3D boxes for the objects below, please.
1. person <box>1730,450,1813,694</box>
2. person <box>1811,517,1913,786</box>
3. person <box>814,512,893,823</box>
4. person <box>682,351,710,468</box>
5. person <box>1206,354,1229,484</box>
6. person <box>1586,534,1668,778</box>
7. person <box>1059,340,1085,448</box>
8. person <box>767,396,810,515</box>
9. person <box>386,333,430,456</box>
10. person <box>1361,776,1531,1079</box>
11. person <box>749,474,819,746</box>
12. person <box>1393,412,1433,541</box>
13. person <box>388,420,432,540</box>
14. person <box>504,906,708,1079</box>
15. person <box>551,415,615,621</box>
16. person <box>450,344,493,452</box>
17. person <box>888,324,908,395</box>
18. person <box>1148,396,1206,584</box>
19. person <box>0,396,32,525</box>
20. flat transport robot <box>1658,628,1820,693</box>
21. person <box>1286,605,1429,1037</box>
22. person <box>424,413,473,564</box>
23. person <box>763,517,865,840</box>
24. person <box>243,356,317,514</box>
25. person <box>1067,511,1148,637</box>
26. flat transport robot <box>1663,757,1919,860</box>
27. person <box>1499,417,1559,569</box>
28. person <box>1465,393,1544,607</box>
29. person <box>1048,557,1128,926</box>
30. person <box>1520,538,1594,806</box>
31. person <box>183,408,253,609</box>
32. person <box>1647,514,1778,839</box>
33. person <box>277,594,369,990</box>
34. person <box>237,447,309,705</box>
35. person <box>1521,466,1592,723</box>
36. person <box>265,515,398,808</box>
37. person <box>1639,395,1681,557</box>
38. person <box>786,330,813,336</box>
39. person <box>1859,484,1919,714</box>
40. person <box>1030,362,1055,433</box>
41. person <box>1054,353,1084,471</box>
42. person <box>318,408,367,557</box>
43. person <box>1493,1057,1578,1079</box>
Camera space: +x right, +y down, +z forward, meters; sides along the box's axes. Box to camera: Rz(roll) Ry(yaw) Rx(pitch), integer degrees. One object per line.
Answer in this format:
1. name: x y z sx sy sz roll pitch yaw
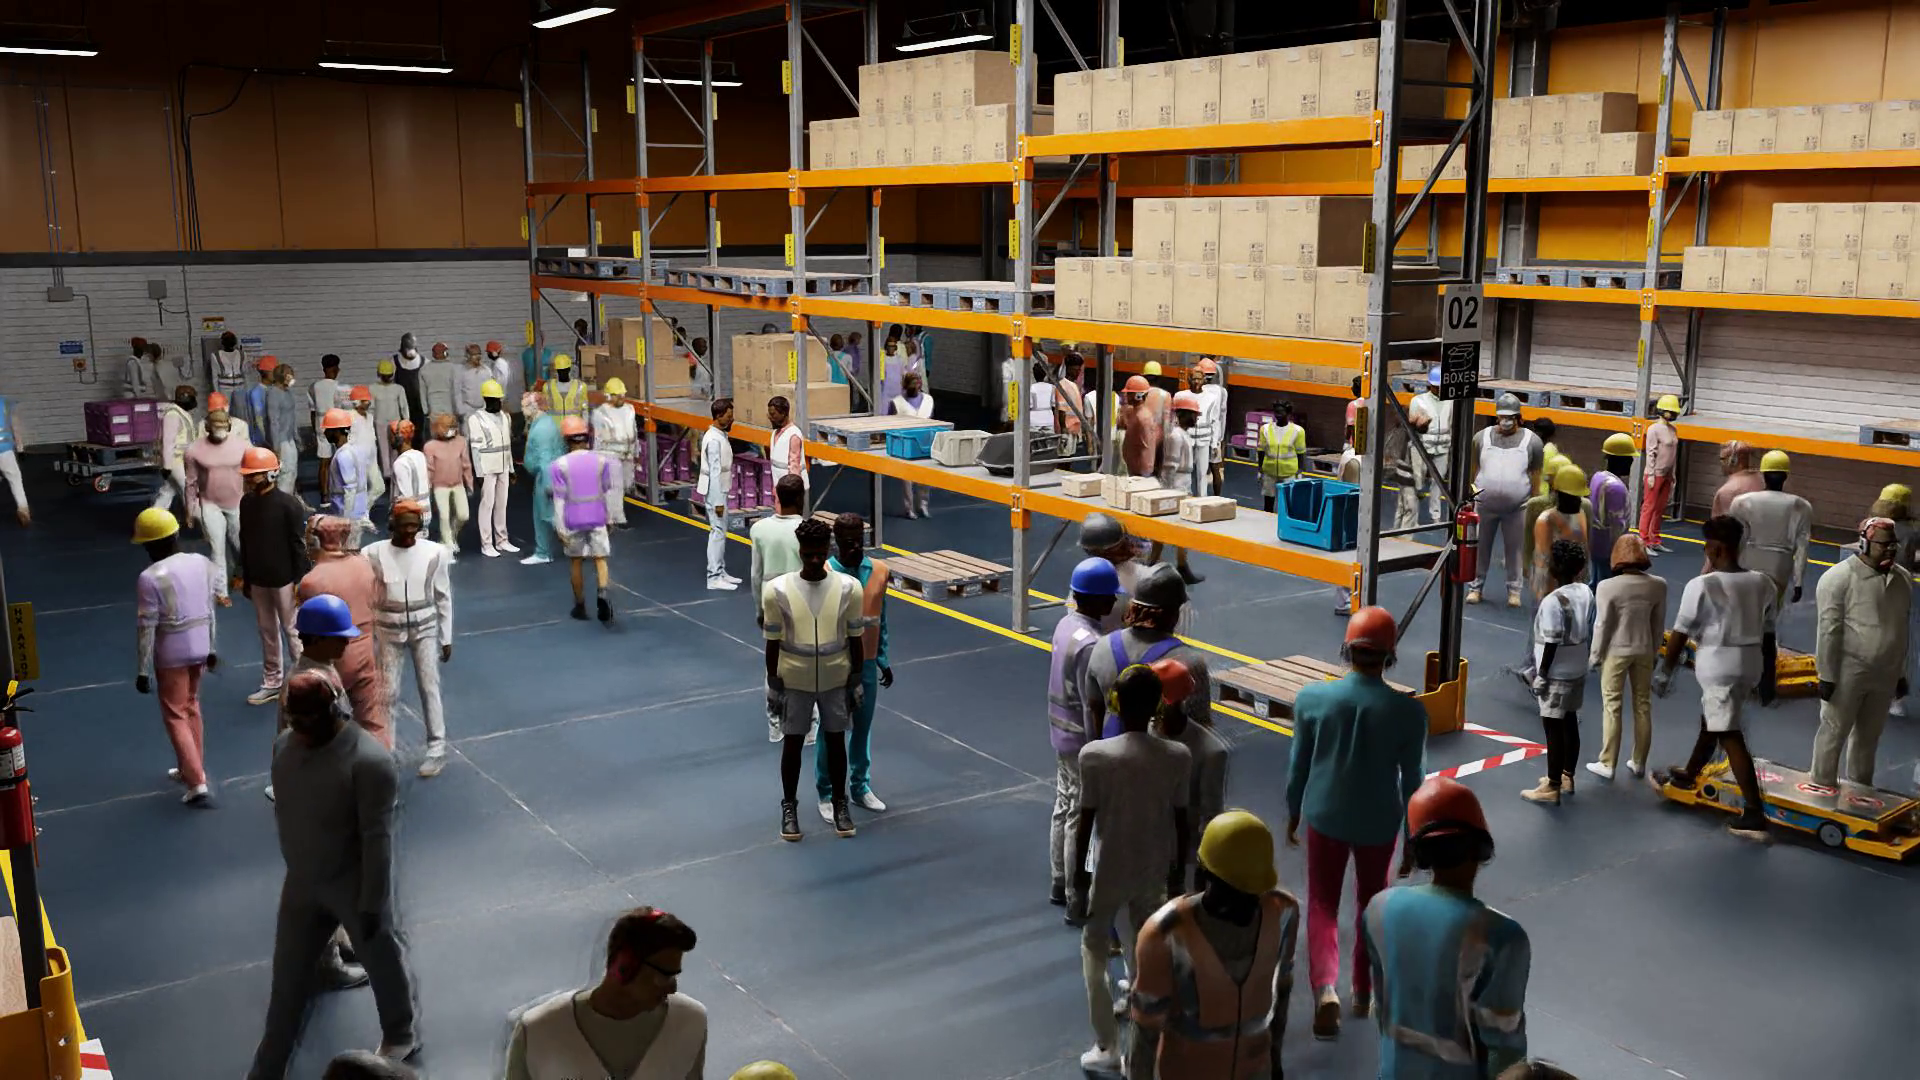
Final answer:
1. person: 6.294 0.242 13.017 0.603 1.893 0.942 5 12 23
2. person: 5.496 0.801 10.100 0.639 1.908 0.409 -3 12 -16
3. person: -0.696 0.763 10.262 0.596 1.916 0.372 -7 13 -34
4. person: -3.937 -1.910 24.407 0.581 1.732 0.410 -9 14 -39
5. person: 3.498 -1.793 23.022 0.382 2.041 0.616 5 12 23
6. person: 4.394 0.764 10.984 0.499 1.633 0.279 -2 11 -8
7. person: 1.778 -2.383 26.625 0.403 1.825 0.596 -4 12 -18
8. person: -1.749 -0.502 16.778 0.415 1.907 0.593 -5 12 -26
9. person: -7.924 -1.990 24.037 0.720 2.000 0.635 -5 12 -24
10. person: 1.549 1.733 5.149 0.965 1.971 0.694 -9 14 -38
11. person: -1.189 0.490 11.655 0.587 1.920 0.393 5 12 25
12. person: 4.903 -0.609 18.075 0.324 1.613 0.676 1 11 6
13. person: -4.970 -0.154 15.047 0.356 1.881 0.575 0 11 0
14. person: -1.057 1.903 4.733 0.706 1.806 0.395 -5 12 -25
15. person: -3.400 -0.175 15.070 0.574 1.913 0.708 -5 12 -22
16. person: -6.911 -1.850 23.701 0.514 1.895 0.667 10 15 43
17. person: -1.027 -2.619 27.566 0.392 1.922 0.591 2 11 12
18. person: 2.223 -0.503 16.800 0.704 1.891 0.578 1 11 8
19. person: -11.570 -1.069 19.976 0.926 1.797 0.645 10 15 41
20. flat transport robot: 6.371 0.950 13.532 0.652 0.197 1.431 -3 12 -17
21. person: 1.780 1.277 7.504 0.631 1.973 0.761 3 11 16
22. person: -5.499 -0.559 17.797 0.569 1.621 0.435 -9 14 -38
23. person: -0.861 0.821 9.877 0.603 1.957 0.385 -2 11 -10
24. person: -8.590 -1.282 20.581 1.007 1.998 0.631 2 11 11
25. person: 0.931 0.794 9.791 0.696 2.000 0.779 -7 13 -32
26. flat transport robot: 5.165 1.600 10.207 0.652 0.197 1.431 -9 14 -38
27. person: 6.015 -0.432 17.052 0.821 1.642 0.541 5 12 24
28. person: 5.151 -0.378 15.785 0.682 2.000 0.538 4 12 22
29. person: 0.666 1.044 8.745 0.404 1.945 0.616 -2 11 -10
30. person: 3.785 0.826 10.508 0.318 1.697 0.533 10 15 41
31. person: -7.087 -0.342 15.988 0.660 1.903 0.858 -5 12 -26
32. person: 4.642 0.808 10.118 0.611 1.908 0.988 -4 12 -21
33. person: -3.035 1.205 7.976 0.420 1.932 0.619 -3 12 -17
34. person: -5.174 0.286 12.505 0.618 1.993 0.396 5 12 24
35. person: 4.410 0.382 12.261 0.624 1.907 0.469 -9 14 -38
36. person: -3.948 0.770 10.340 0.918 1.874 0.657 4 12 20
37. person: 7.667 -0.708 18.185 0.524 1.769 0.309 -9 14 -39
38. person: -2.990 -3.190 30.702 0.622 1.840 0.429 1 11 5
39. person: 6.968 0.417 12.623 0.493 1.680 0.944 0 11 -1
40. person: 1.097 -1.596 22.901 0.540 1.695 0.317 -6 12 -27
41. person: 1.399 -1.411 21.283 0.381 1.958 0.603 4 12 18
42. person: -5.702 -0.255 15.422 0.376 1.935 0.550 -3 11 -15
43. person: 1.203 2.045 3.650 0.372 1.940 0.632 4 12 19
